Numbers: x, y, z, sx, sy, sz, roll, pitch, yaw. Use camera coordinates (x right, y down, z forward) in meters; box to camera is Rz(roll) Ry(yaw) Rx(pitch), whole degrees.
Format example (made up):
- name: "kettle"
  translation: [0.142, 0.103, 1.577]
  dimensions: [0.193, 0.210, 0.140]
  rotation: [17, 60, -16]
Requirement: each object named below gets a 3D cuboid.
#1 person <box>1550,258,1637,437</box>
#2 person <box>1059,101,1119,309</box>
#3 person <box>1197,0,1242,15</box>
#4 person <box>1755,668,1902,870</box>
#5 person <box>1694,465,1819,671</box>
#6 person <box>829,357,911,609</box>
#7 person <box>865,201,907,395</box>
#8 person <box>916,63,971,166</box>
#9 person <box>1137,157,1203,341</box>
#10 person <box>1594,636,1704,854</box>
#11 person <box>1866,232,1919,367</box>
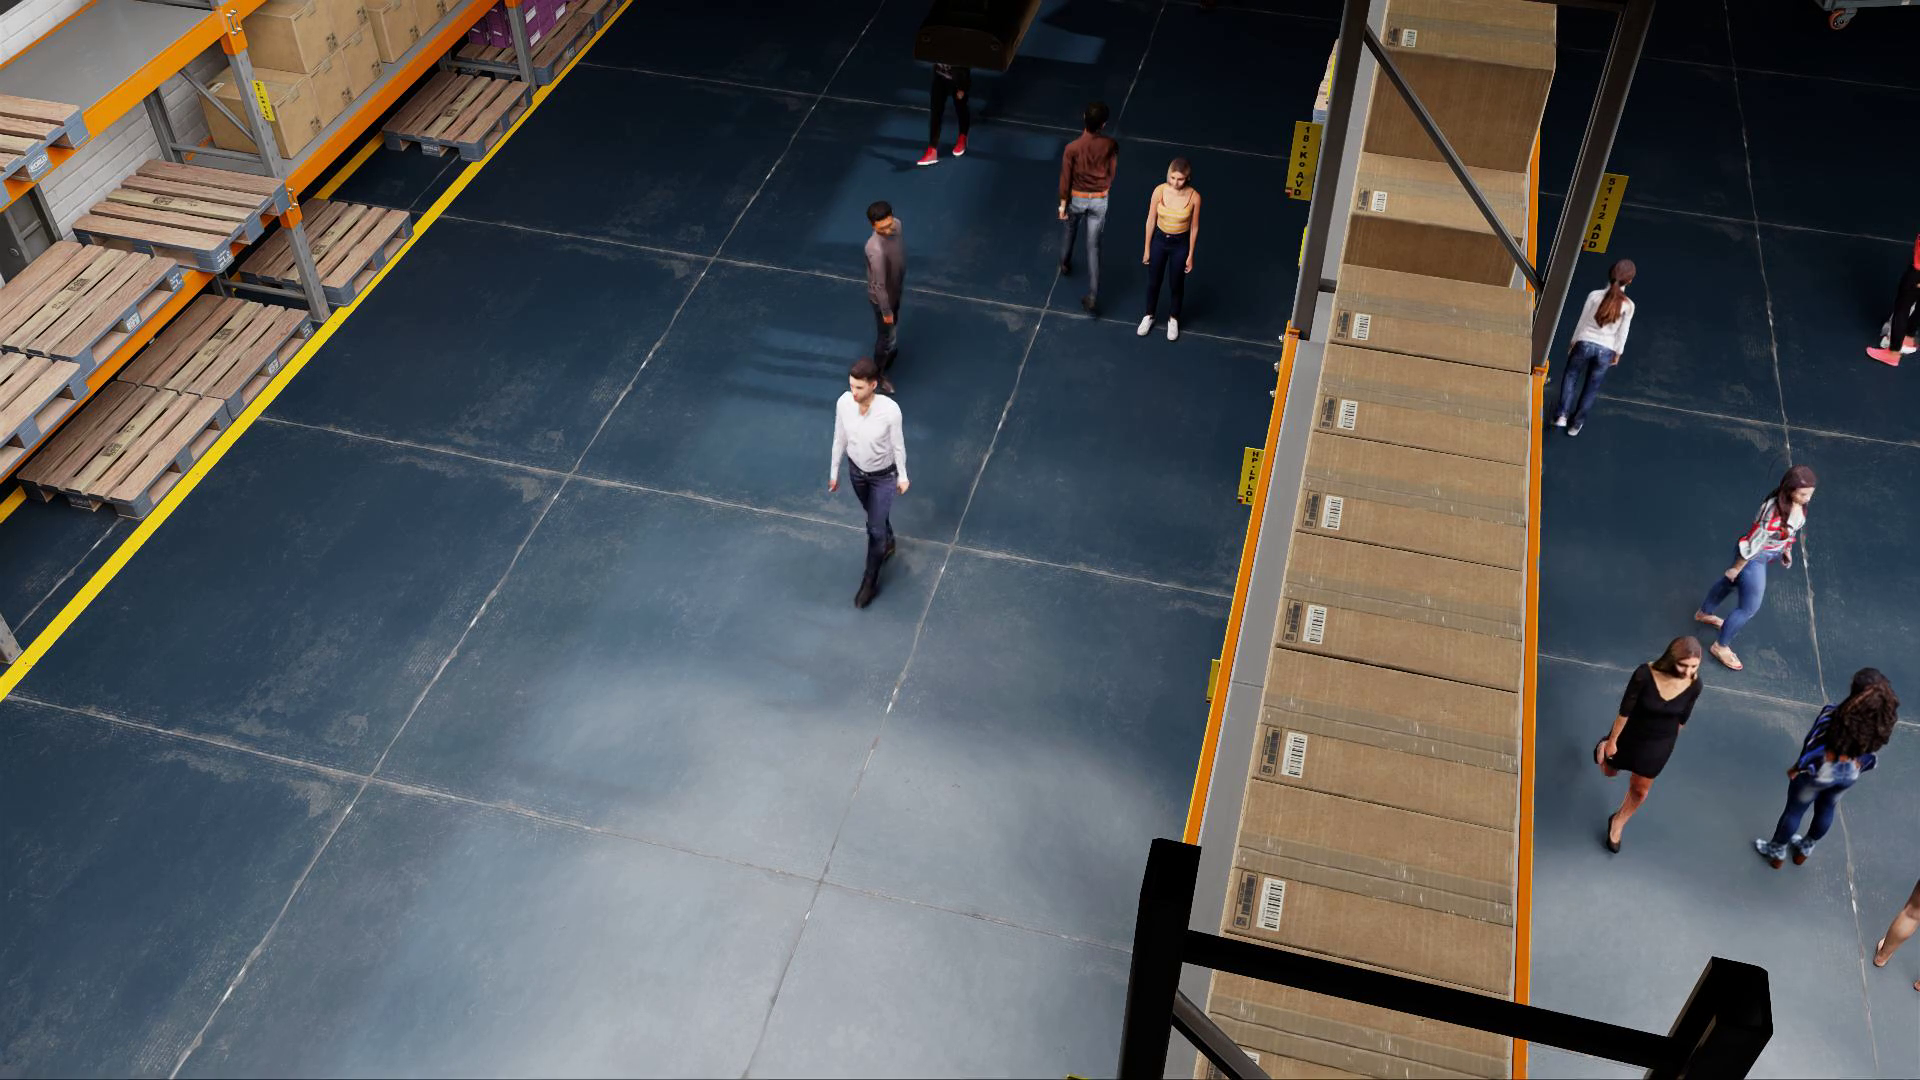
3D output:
- name: "person"
  translation: [4.718, -1.387, 12.418]
  dimensions: [0.608, 1.547, 0.694]
  rotation: [19, 47, 19]
- name: "person"
  translation: [1.086, -2.715, 13.679]
  dimensions: [0.869, 1.730, 1.213]
  rotation: [-4, 44, -4]
- name: "person"
  translation: [2.954, -6.475, 17.634]
  dimensions: [0.856, 1.719, 1.078]
  rotation: [22, 48, 22]
- name: "person"
  translation: [4.970, 1.316, 9.530]
  dimensions: [0.663, 1.616, 0.646]
  rotation: [-2, 44, -2]
- name: "person"
  translation: [5.172, 0.082, 10.840]
  dimensions: [0.839, 1.597, 0.782]
  rotation: [31, 51, 28]
- name: "person"
  translation: [-0.546, -0.529, 11.301]
  dimensions: [0.783, 1.845, 1.004]
  rotation: [20, 47, 20]
- name: "person"
  translation: [-0.576, -1.949, 12.870]
  dimensions: [0.878, 1.736, 0.461]
  rotation: [-16, 46, -16]
- name: "person"
  translation: [-0.029, -4.322, 15.425]
  dimensions: [0.793, 1.648, 1.024]
  rotation: [23, 48, 22]
- name: "person"
  translation: [1.694, -2.360, 13.379]
  dimensions: [0.573, 1.629, 0.516]
  rotation: [12, 45, 12]
- name: "person"
  translation: [3.975, 1.099, 9.730]
  dimensions: [0.566, 1.655, 0.915]
  rotation: [8, 44, 8]
- name: "person"
  translation: [7.672, -2.159, 13.126]
  dimensions: [0.737, 1.687, 0.613]
  rotation: [26, 49, 25]
